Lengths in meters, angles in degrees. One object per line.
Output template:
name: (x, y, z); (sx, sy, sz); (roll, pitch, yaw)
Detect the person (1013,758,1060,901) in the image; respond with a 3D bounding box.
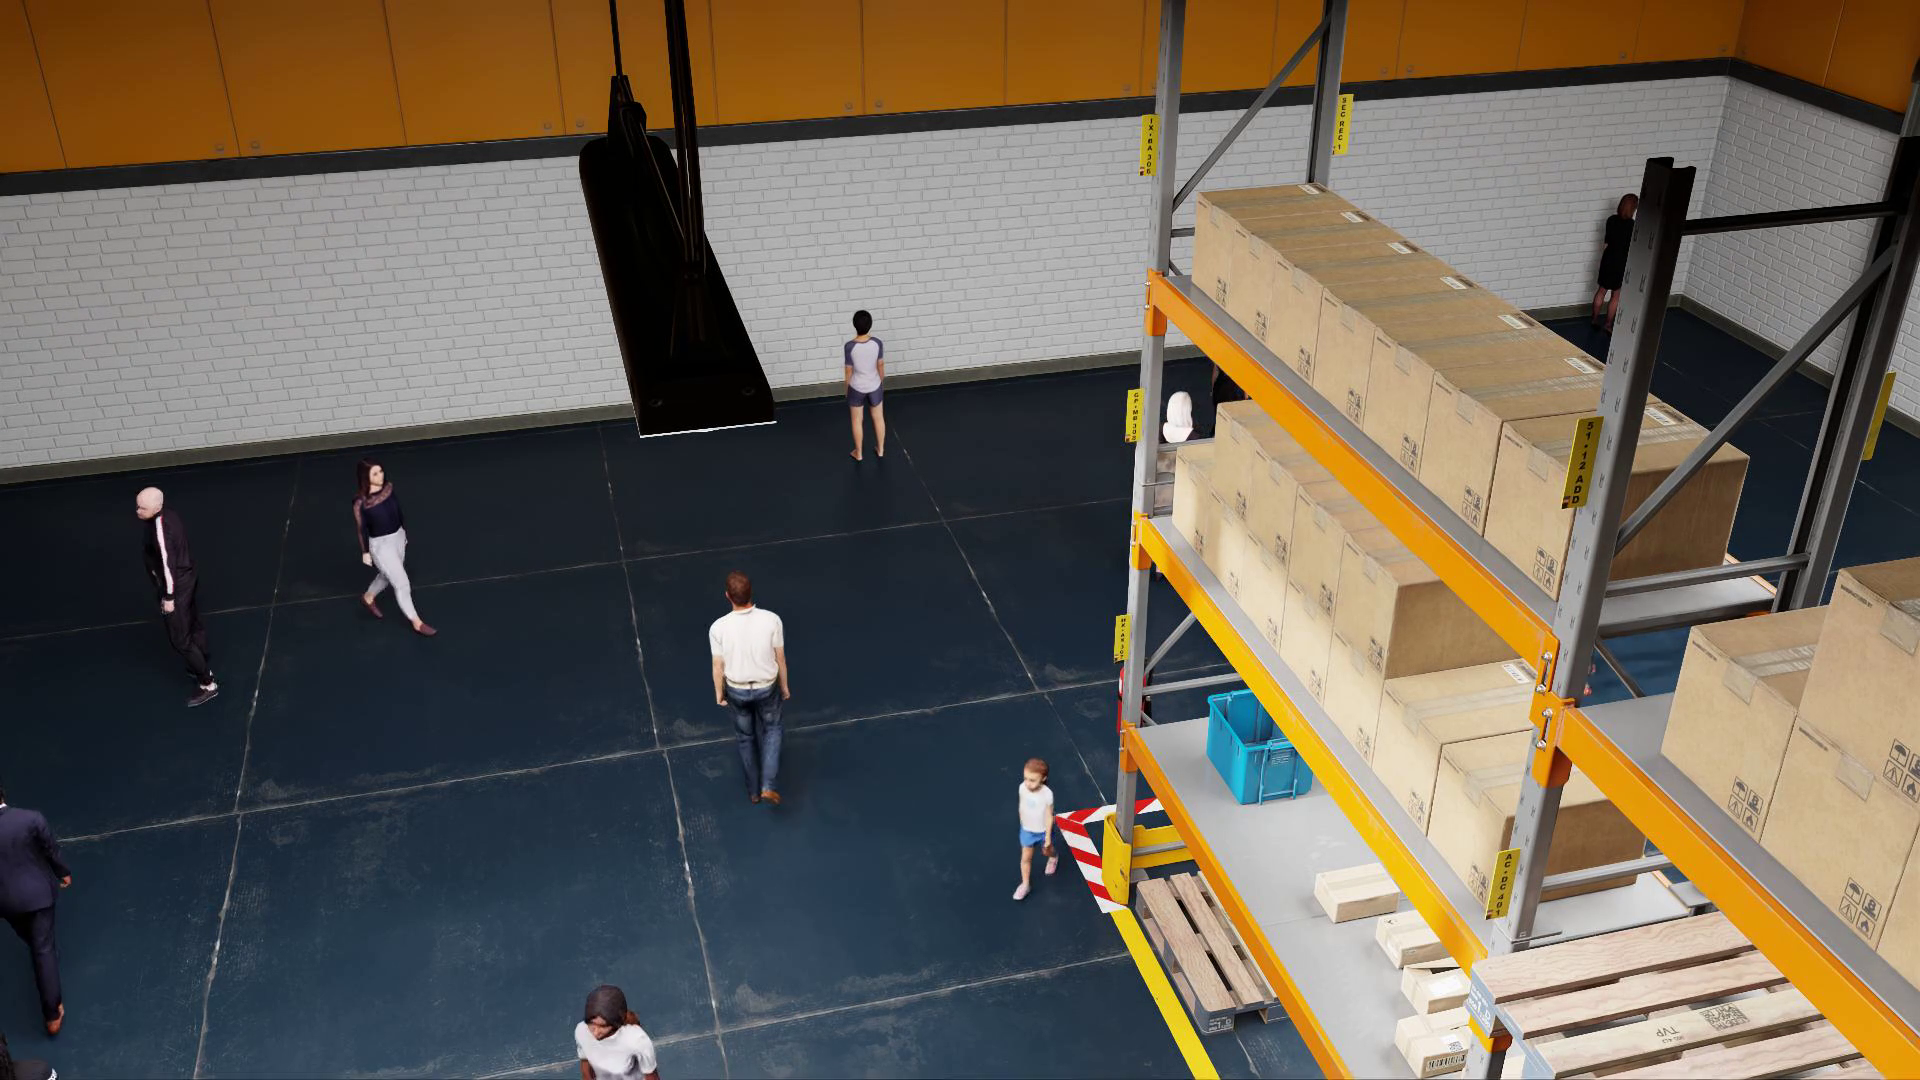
person: (0.537, 1.858, 10.959); (0.686, 1.007, 0.752); (14, 32, 24)

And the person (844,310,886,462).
person: (-0.954, -1.556, 16.636); (0.573, 1.565, 0.529); (-9, 30, -16)

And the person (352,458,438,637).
person: (-4.754, 0.049, 13.678); (1.039, 1.580, 1.053); (11, 30, 18)

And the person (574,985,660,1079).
person: (-1.643, 2.856, 8.419); (0.820, 1.688, 0.895); (16, 33, 27)

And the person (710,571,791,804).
person: (-1.429, 1.097, 11.487); (0.731, 1.838, 0.873); (-4, 29, -8)

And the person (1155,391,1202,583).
person: (1.876, -0.443, 14.321); (0.641, 1.829, 0.712); (17, 33, 29)

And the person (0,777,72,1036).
person: (-5.479, 2.145, 9.729); (0.785, 1.683, 1.155); (-12, 31, -21)

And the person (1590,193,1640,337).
person: (7.719, -3.248, 19.596); (0.695, 1.701, 0.561); (-20, 34, -32)

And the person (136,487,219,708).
person: (-6.038, 0.360, 12.854); (0.852, 1.822, 0.501); (2, 29, 3)
